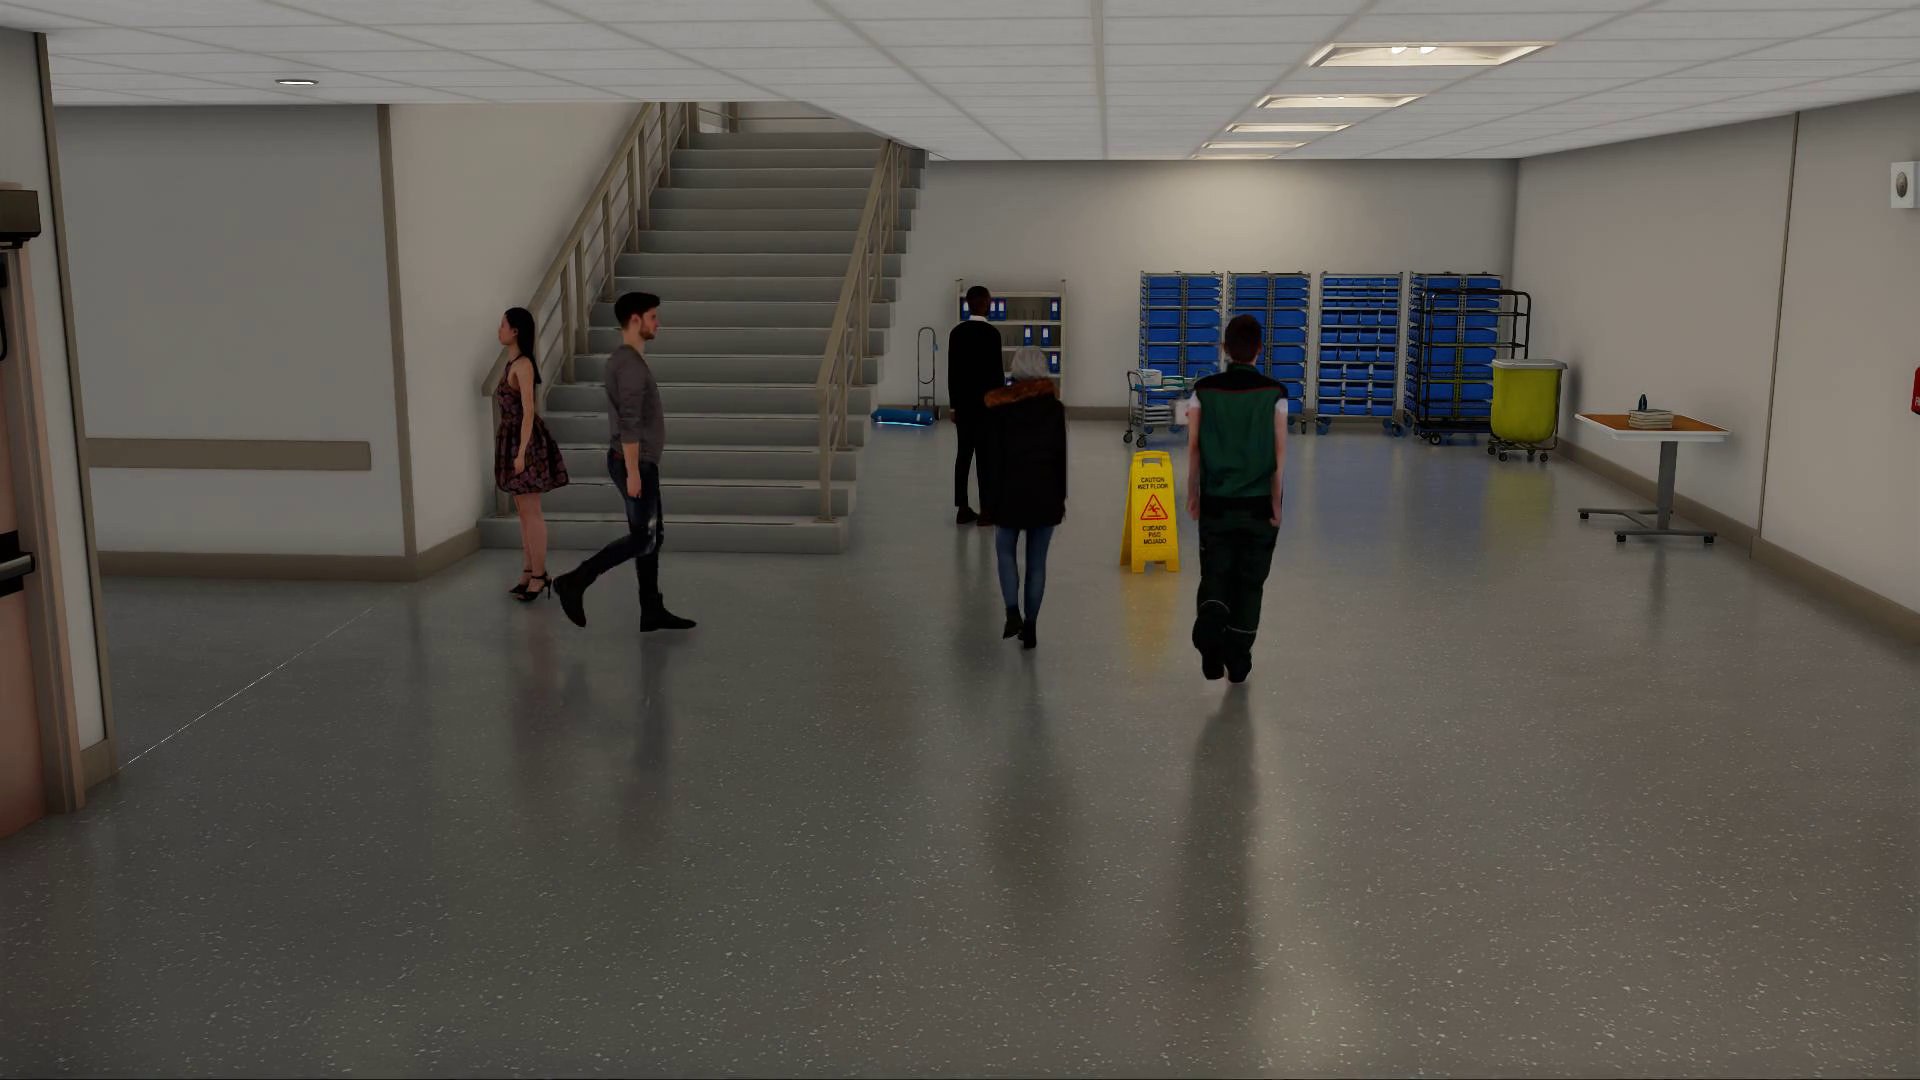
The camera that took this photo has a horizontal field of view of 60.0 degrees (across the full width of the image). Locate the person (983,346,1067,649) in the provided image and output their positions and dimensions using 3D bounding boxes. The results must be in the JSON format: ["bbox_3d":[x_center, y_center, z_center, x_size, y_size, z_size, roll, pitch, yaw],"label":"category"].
[{"bbox_3d":[0.370,-0.212,8.870,0.670,1.624,0.672,-1,11,-6],"label":"person"}]

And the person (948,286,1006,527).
[{"bbox_3d":[0.117,-1.026,12.670,0.721,1.808,0.711,7,13,34],"label":"person"}]

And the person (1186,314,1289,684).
[{"bbox_3d":[1.344,-0.167,8.085,0.754,1.829,0.968,3,11,17],"label":"person"}]

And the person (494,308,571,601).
[{"bbox_3d":[-2.656,-0.520,10.093,0.846,1.774,0.760,-4,12,-22],"label":"person"}]

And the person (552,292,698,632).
[{"bbox_3d":[-1.871,-0.393,9.130,0.923,1.883,1.034,-2,11,-12],"label":"person"}]
